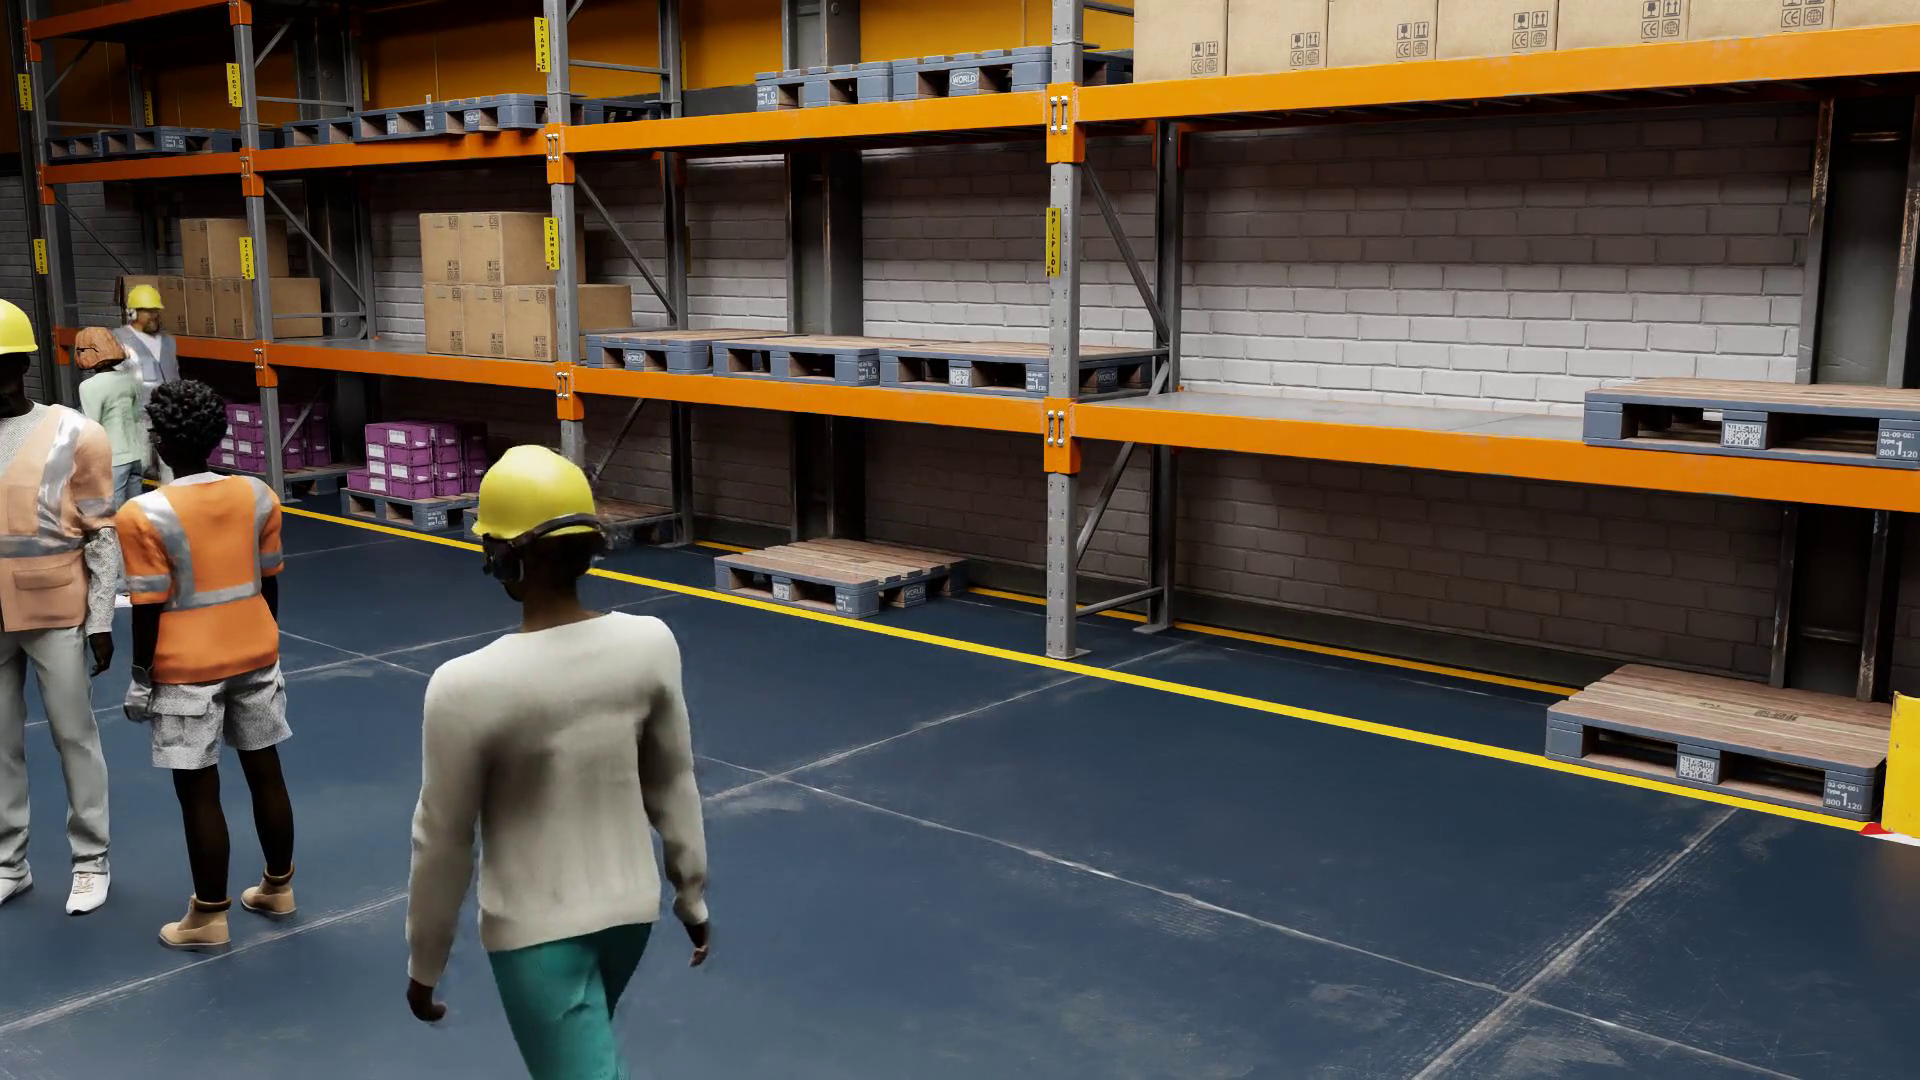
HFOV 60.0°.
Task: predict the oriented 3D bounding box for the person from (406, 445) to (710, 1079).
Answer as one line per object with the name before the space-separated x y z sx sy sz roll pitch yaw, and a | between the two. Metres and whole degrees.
person | -0.765 0.682 3.089 0.926 1.713 0.544 8 13 39

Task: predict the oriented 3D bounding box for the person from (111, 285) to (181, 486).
person | -5.947 -0.951 12.130 0.674 1.816 0.603 5 11 29

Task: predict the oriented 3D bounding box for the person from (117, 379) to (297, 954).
person | -2.227 0.373 4.933 0.321 1.697 0.529 5 11 28

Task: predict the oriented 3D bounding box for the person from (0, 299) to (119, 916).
person | -2.912 0.218 5.160 0.587 1.928 0.362 -1 10 -6

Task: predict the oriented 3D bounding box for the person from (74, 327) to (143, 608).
person | -4.922 -0.420 9.668 0.288 1.626 0.497 0 10 2
